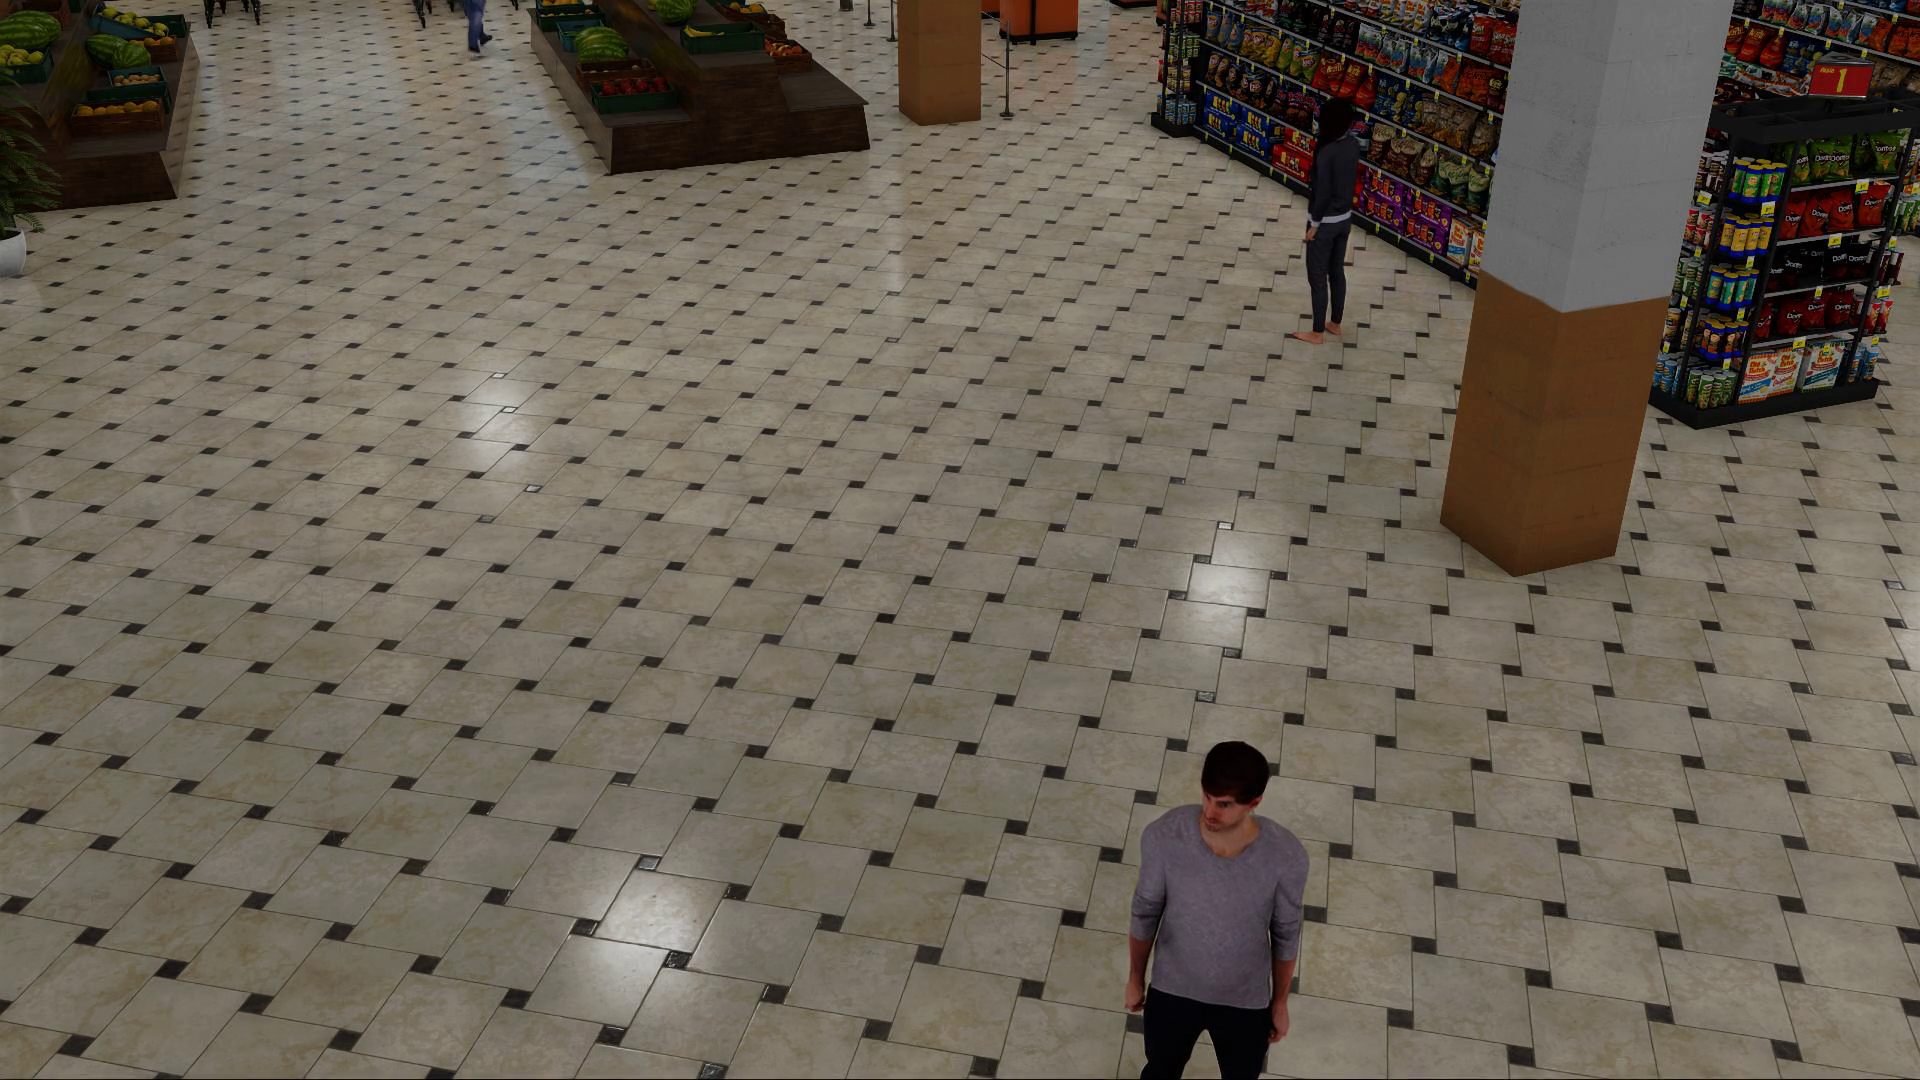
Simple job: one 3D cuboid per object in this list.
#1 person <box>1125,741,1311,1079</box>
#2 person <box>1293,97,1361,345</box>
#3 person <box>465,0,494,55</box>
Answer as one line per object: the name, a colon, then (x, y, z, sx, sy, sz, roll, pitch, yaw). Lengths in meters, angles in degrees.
person: (0.783, 1.374, 5.155, 0.730, 1.842, 0.737, 7, 29, 13)
person: (2.664, -2.297, 11.953, 0.683, 1.770, 0.656, -25, 38, -38)
person: (-5.940, -6.802, 20.177, 1.029, 1.797, 1.275, 2, 29, 4)
